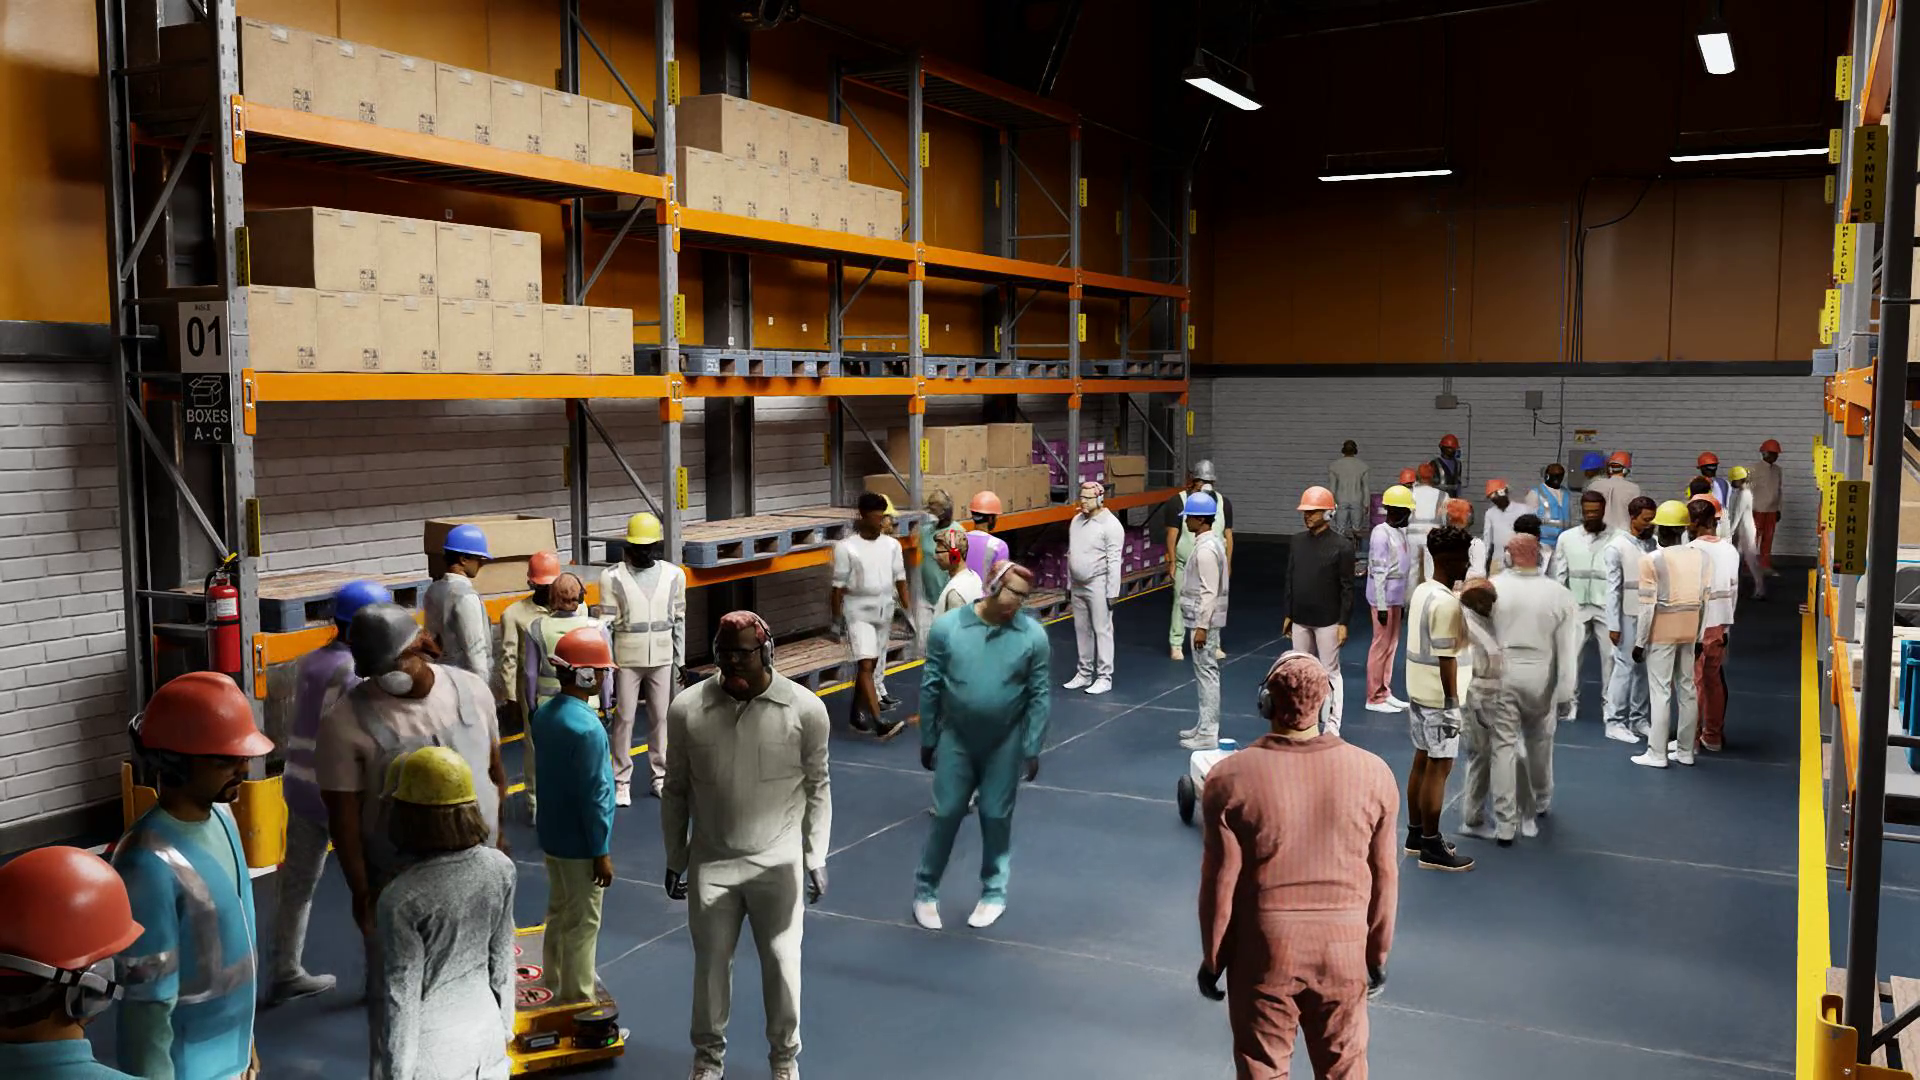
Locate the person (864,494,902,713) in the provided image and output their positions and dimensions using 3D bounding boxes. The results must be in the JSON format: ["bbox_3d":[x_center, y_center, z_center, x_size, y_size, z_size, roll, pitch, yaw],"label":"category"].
[{"bbox_3d":[-0.675,0.530,14.059,0.404,1.837,0.587,1,5,9],"label":"person"}]

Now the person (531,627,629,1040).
[{"bbox_3d":[-1.586,1.234,6.983,0.352,1.743,0.564,-4,6,-34],"label":"person"}]

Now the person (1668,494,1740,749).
[{"bbox_3d":[5.650,0.614,12.640,0.375,1.934,0.547,-1,5,-11],"label":"person"}]

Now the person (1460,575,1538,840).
[{"bbox_3d":[3.253,1.013,10.107,0.630,1.603,0.373,-3,6,-27],"label":"person"}]

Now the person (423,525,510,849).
[{"bbox_3d":[-2.919,0.879,9.761,0.402,1.938,0.603,-5,7,-41],"label":"person"}]

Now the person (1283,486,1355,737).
[{"bbox_3d":[2.691,0.590,12.569,0.378,1.996,0.611,-5,7,-40],"label":"person"}]

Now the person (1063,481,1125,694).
[{"bbox_3d":[1.177,0.424,14.892,0.400,1.902,0.646,-4,7,-36],"label":"person"}]

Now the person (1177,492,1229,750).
[{"bbox_3d":[1.833,0.611,12.597,0.394,1.945,0.618,1,5,9],"label":"person"}]

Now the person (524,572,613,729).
[{"bbox_3d":[-2.328,1.013,9.915,0.521,1.638,0.311,0,5,-2],"label":"person"}]

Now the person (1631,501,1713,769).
[{"bbox_3d":[5.099,0.680,11.944,0.587,1.930,0.355,-2,6,-17],"label":"person"}]

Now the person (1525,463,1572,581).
[{"bbox_3d":[6.981,0.012,19.642,0.621,1.837,0.429,-2,6,-21],"label":"person"}]

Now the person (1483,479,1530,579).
[{"bbox_3d":[6.103,0.180,18.557,0.355,1.703,0.653,-5,7,-41],"label":"person"}]

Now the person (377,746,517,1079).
[{"bbox_3d":[-1.462,1.445,4.709,0.303,1.743,0.494,3,6,26],"label":"person"}]

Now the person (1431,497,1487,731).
[{"bbox_3d":[3.975,0.597,13.134,0.559,1.869,0.624,-3,6,-27],"label":"person"}]

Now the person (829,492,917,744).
[{"bbox_3d":[-0.627,0.599,12.839,0.614,1.915,0.971,-4,7,-39],"label":"person"}]

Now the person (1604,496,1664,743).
[{"bbox_3d":[5.209,0.608,12.873,0.598,1.905,0.391,-3,6,-30],"label":"person"}]

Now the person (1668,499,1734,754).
[{"bbox_3d":[5.554,0.647,12.442,0.591,1.909,0.409,-3,6,-33],"label":"person"}]

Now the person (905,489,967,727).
[{"bbox_3d":[-0.126,0.543,13.521,0.841,1.914,0.674,-4,6,-34],"label":"person"}]

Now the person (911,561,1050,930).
[{"bbox_3d":[0.109,1.037,8.504,0.701,1.865,0.403,0,5,2],"label":"person"}]

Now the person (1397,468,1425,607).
[{"bbox_3d":[5.498,-0.007,20.368,0.372,1.742,0.558,-4,7,-38],"label":"person"}]

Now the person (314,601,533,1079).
[{"bbox_3d":[-1.928,1.156,6.242,0.535,2.000,0.849,5,7,44],"label":"person"}]

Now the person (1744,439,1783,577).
[{"bbox_3d":[11.538,-0.448,23.810,0.613,1.985,0.411,-2,6,-24],"label":"person"}]

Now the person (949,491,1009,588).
[{"bbox_3d":[0.166,0.575,13.124,0.559,1.922,0.385,3,6,33],"label":"person"}]

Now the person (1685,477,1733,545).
[{"bbox_3d":[8.623,0.124,19.144,0.920,1.687,0.595,-4,7,-35],"label":"person"}]

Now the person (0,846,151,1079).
[{"bbox_3d":[-1.499,1.499,2.786,0.623,1.992,0.397,0,5,-1],"label":"person"}]

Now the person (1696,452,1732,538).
[{"bbox_3d":[9.279,-0.125,20.634,0.543,1.927,0.383,-2,6,-25],"label":"person"}]

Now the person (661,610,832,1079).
[{"bbox_3d":[-0.819,1.213,6.345,0.652,1.906,0.402,0,5,1],"label":"person"}]

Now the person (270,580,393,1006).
[{"bbox_3d":[-2.701,1.127,7.367,0.621,1.901,0.657,4,7,40],"label":"person"}]

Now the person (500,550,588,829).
[{"bbox_3d":[-2.558,0.925,10.349,0.570,1.737,0.352,-3,6,-29],"label":"person"}]

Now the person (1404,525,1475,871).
[{"bbox_3d":[2.747,0.887,9.523,0.361,1.963,0.613,0,5,1],"label":"person"}]

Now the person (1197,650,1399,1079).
[{"bbox_3d":[1.072,1.306,5.336,0.636,1.911,0.404,0,5,-2],"label":"person"}]

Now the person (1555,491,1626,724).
[{"bbox_3d":[5.153,0.549,13.551,0.592,1.900,0.436,3,6,27],"label":"person"}]

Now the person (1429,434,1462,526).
[{"bbox_3d":[7.243,-0.557,24.750,0.604,2.034,0.418,-3,6,-29],"label":"person"}]

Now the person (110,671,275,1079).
[{"bbox_3d":[-1.960,1.343,4.318,0.414,2.033,0.607,-1,5,-8],"label":"person"}]

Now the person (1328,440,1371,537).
[{"bbox_3d":[5.862,-0.544,25.076,0.632,1.940,0.372,1,5,11],"label":"person"}]

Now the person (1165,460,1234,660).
[{"bbox_3d":[2.405,0.193,16.598,0.702,2.000,0.536,-1,5,-8],"label":"person"}]

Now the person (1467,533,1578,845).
[{"bbox_3d":[3.441,0.880,10.246,0.645,1.846,1.014,2,6,16],"label":"person"}]

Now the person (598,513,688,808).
[{"bbox_3d":[-2.068,0.778,10.930,0.589,1.924,0.384,-3,6,-27],"label":"person"}]

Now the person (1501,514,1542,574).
[{"bbox_3d":[4.855,0.598,14.317,0.411,1.662,0.574,-1,5,-13],"label":"person"}]

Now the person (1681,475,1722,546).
[{"bbox_3d":[7.323,0.280,16.655,0.548,1.855,0.567,3,6,27],"label":"person"}]

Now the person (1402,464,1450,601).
[{"bbox_3d":[5.514,0.014,19.769,0.608,1.832,0.985,1,5,13],"label":"person"}]

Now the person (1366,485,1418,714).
[{"bbox_3d":[3.634,0.498,14.005,0.395,1.919,0.582,4,6,34],"label":"person"}]

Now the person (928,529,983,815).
[{"bbox_3d":[0.011,0.845,10.693,0.394,1.836,0.560,1,5,9],"label":"person"}]

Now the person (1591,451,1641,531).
[{"bbox_3d":[7.705,-0.051,19.534,0.616,1.986,0.407,5,7,44],"label":"person"}]
